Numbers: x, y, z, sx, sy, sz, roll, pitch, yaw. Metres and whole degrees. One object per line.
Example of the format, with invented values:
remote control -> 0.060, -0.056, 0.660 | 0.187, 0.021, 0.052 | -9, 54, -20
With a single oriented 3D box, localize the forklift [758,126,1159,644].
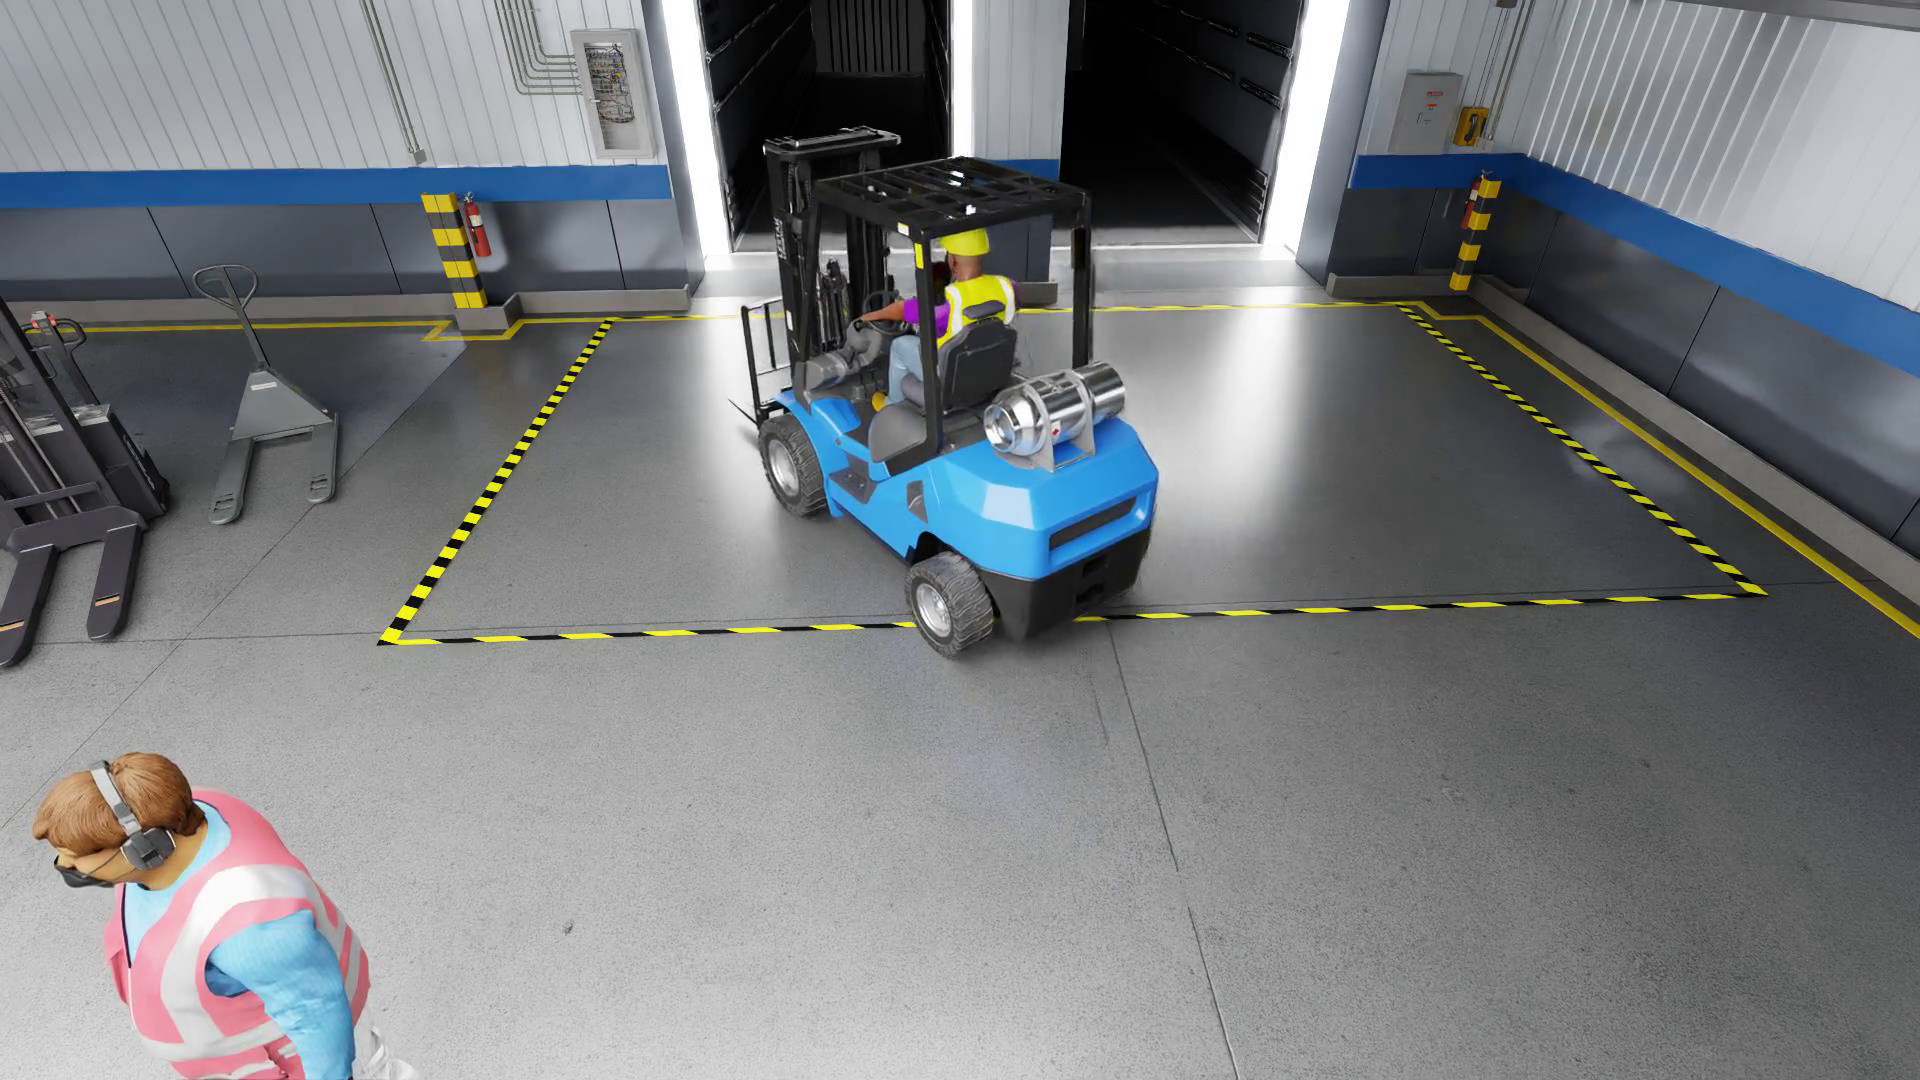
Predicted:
forklift -> -0.124, -0.993, 5.106 | 1.157, 2.036, 2.680 | -23, 41, -30

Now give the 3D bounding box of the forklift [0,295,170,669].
forklift -> -5.212, -0.618, 4.878 | 0.823, 1.965, 1.885 | -20, 39, -26

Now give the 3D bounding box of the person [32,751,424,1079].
person -> -1.751, 1.225, 2.365 | 0.620, 1.845, 0.430 | 23, 41, 30

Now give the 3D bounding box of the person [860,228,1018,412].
person -> -0.154, -1.176, 5.041 | 0.635, 1.294, 1.004 | -23, 41, -30

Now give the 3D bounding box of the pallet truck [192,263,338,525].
pallet truck -> -4.778, -1.027, 6.128 | 0.680, 1.201, 1.601 | -17, 38, -23
